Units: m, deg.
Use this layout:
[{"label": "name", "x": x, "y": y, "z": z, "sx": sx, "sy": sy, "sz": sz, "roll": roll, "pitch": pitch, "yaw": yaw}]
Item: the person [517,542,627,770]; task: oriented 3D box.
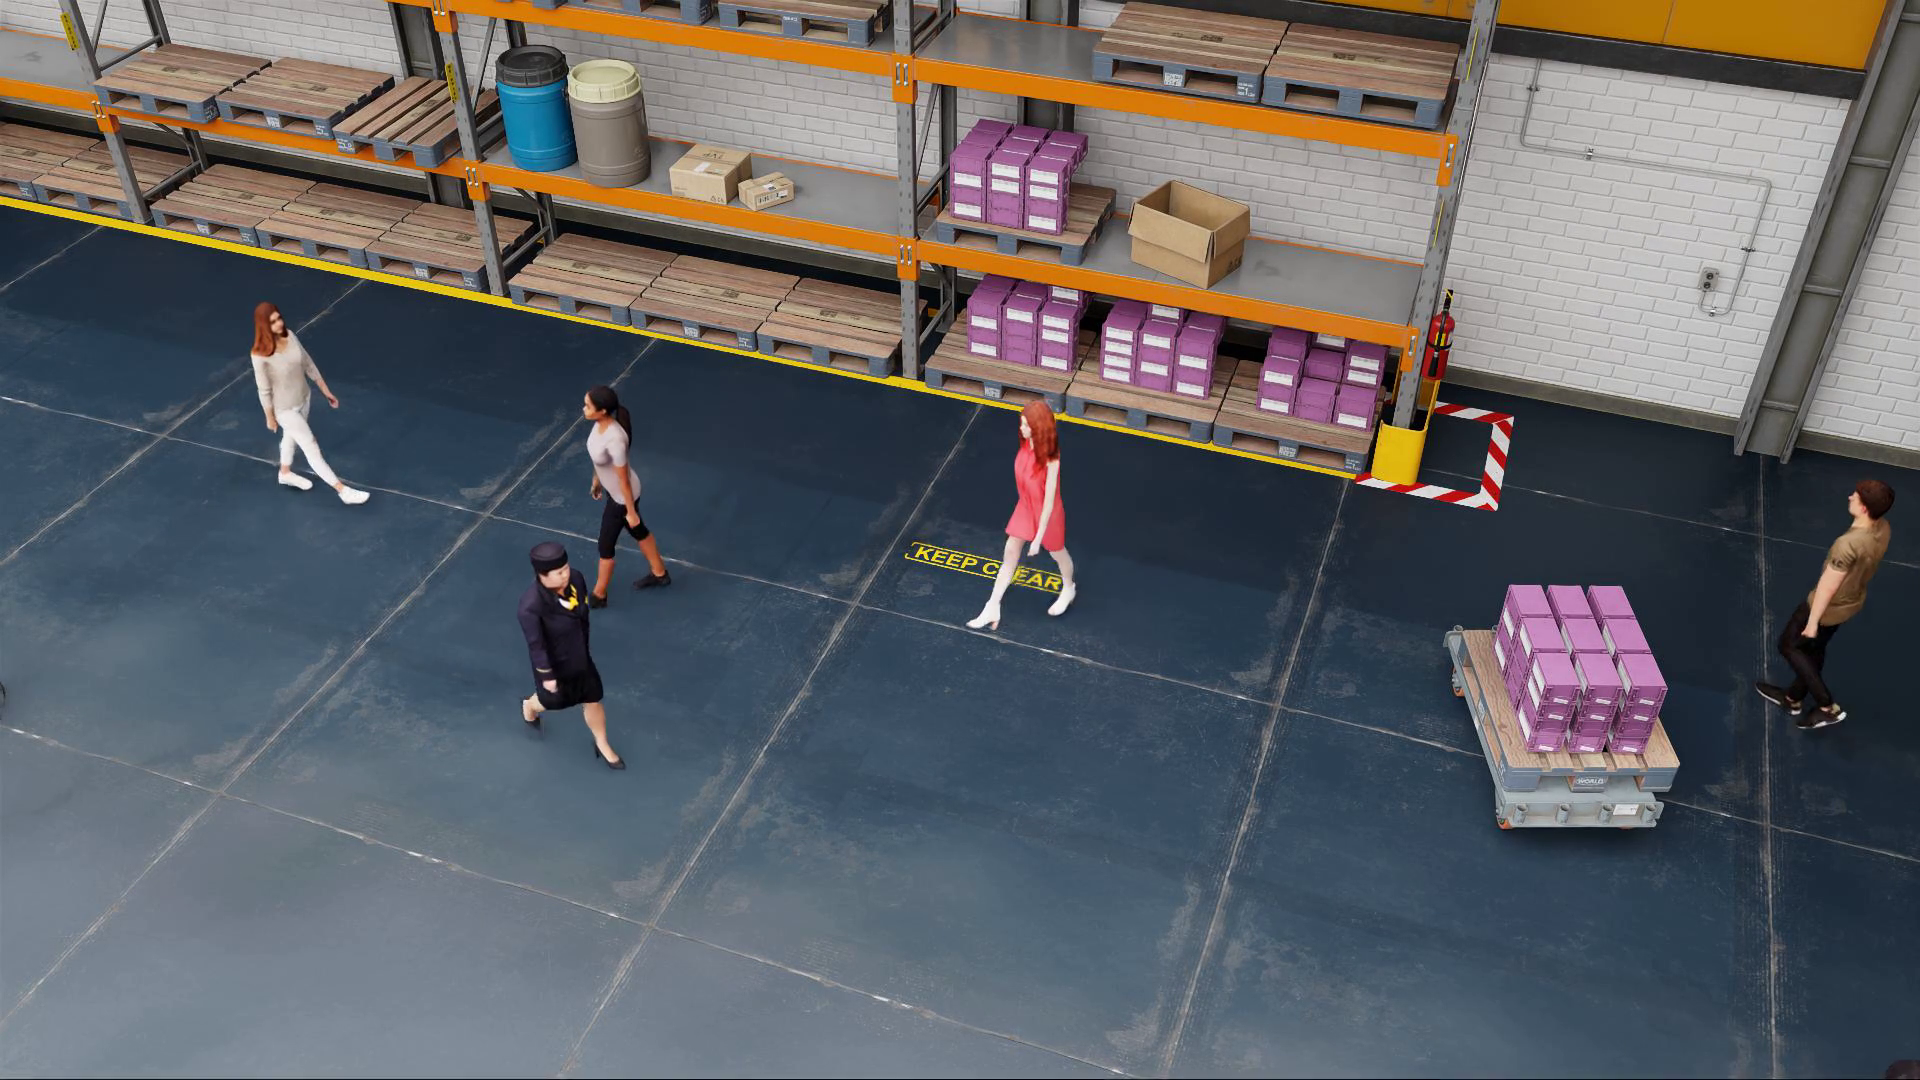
[{"label": "person", "x": -2.462, "y": 0.697, "z": 10.060, "sx": 1.145, "sy": 1.644, "sz": 0.876, "roll": 25, "pitch": 45, "yaw": 28}]

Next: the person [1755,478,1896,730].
[{"label": "person", "x": 5.440, "y": 0.438, "z": 10.226, "sx": 0.901, "sy": 1.841, "sz": 0.990, "roll": -24, "pitch": 45, "yaw": -27}]

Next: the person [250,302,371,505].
[{"label": "person", "x": -4.962, "y": -1.008, "z": 12.178, "sx": 1.098, "sy": 1.666, "sz": 0.609, "roll": 11, "pitch": 40, "yaw": 13}]

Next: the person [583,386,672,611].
[{"label": "person", "x": -2.213, "y": -0.314, "z": 11.264, "sx": 1.067, "sy": 1.721, "sz": 0.970, "roll": -13, "pitch": 40, "yaw": -16}]

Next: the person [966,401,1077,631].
[{"label": "person", "x": 0.615, "y": -0.163, "z": 11.023, "sx": 1.090, "sy": 1.786, "sz": 1.099, "roll": -22, "pitch": 44, "yaw": -25}]
